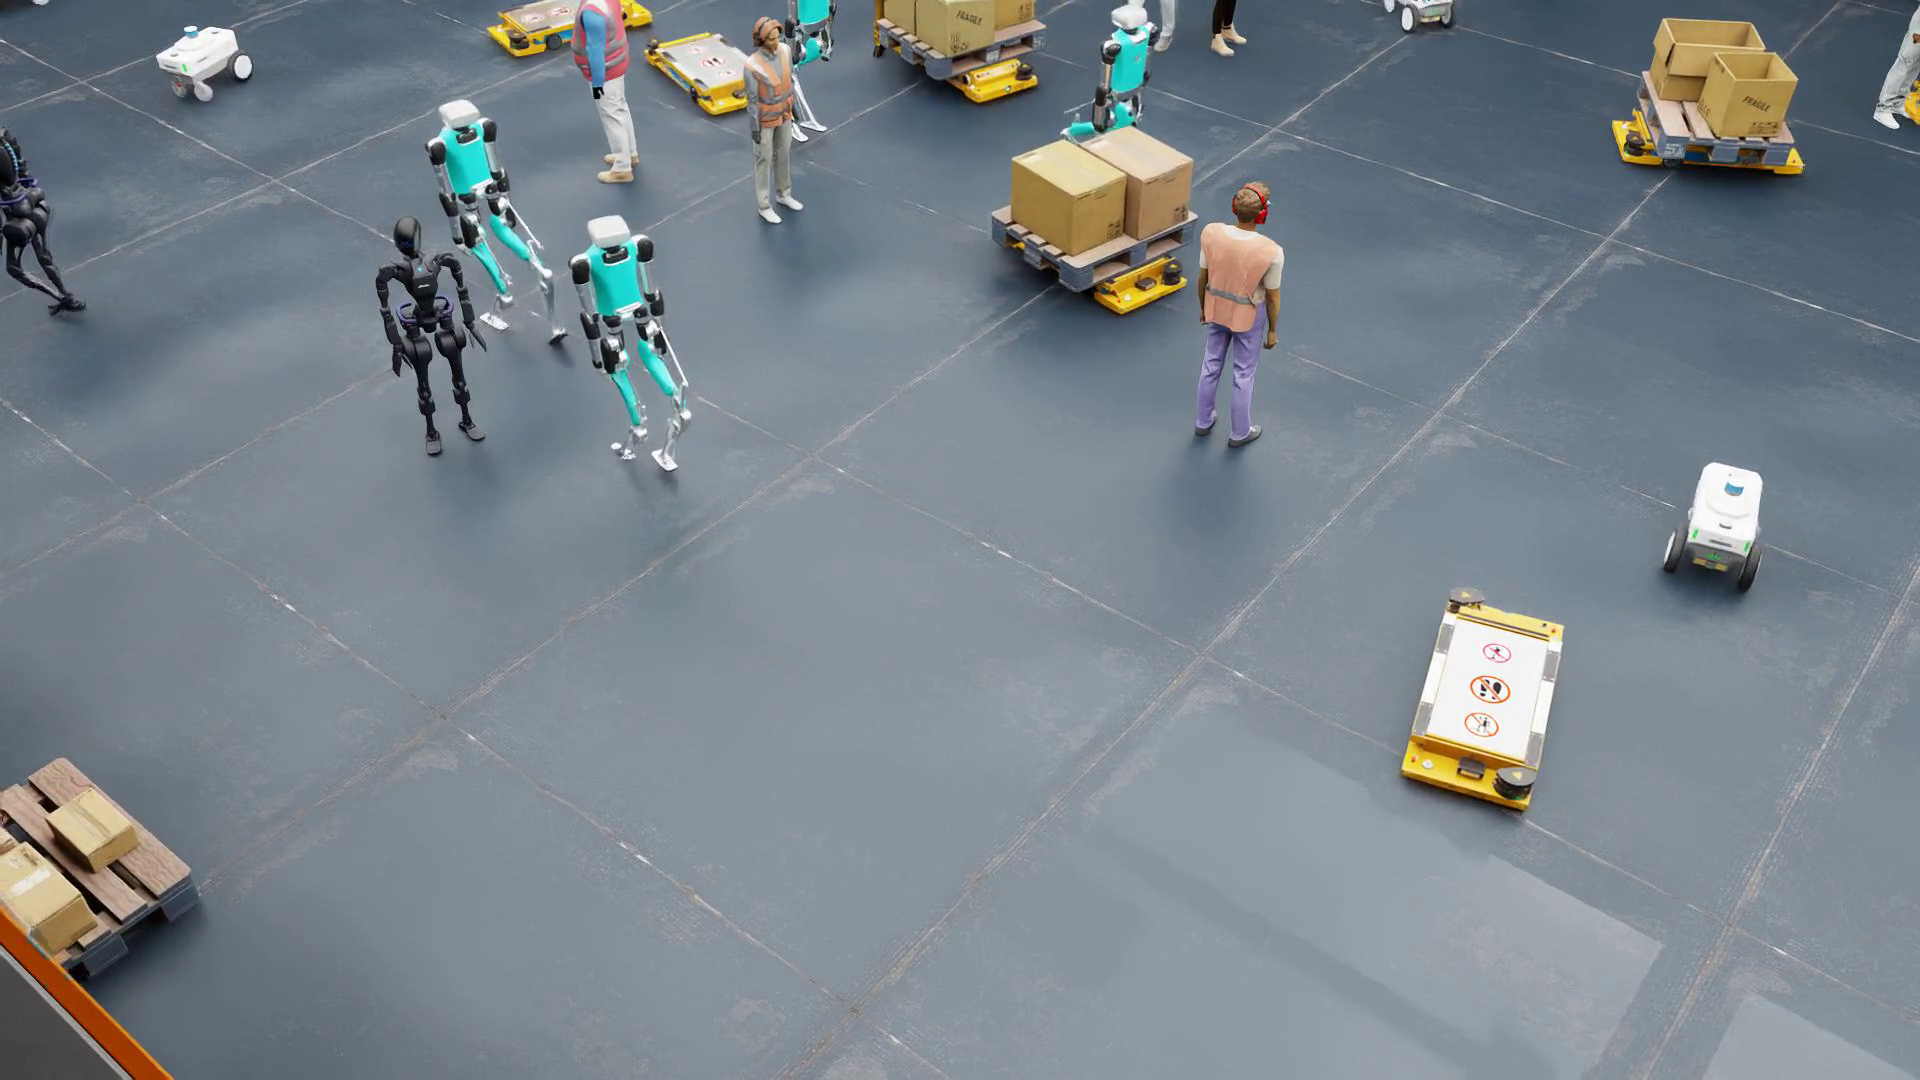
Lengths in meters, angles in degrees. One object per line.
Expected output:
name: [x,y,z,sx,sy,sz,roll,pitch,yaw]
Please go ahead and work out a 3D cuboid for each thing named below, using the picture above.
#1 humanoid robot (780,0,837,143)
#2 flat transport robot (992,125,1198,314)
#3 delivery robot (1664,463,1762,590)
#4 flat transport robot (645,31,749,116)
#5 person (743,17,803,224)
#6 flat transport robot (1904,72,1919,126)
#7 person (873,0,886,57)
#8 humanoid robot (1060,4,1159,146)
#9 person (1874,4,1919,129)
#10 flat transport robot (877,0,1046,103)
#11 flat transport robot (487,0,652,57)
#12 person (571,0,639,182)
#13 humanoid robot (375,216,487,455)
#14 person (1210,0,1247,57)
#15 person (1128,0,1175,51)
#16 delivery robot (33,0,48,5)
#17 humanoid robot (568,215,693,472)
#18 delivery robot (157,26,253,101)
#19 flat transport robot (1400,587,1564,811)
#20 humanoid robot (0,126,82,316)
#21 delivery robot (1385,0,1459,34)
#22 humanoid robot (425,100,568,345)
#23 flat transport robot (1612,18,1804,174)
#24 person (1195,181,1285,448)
humanoid robot: [-1.370,-4.159,13.734,0.735,1.677,0.533,29,48,30]
flat transport robot: [0.999,-2.188,12.651,0.659,0.231,1.431,-27,47,-28]
delivery robot: [4.573,-0.095,9.978,0.510,0.607,0.778,16,43,18]
flat transport robot: [-2.270,-4.265,15.095,0.659,0.231,1.431,-22,45,-24]
person: [-1.449,-3.249,12.848,0.315,1.631,0.519,24,46,26]
flat transport robot: [9.017,-3.793,14.540,1.431,0.231,0.659,0,40,0]
person: [-0.587,-5.245,15.101,0.535,1.752,0.339,1,40,1]
humanoid robot: [1.042,-3.421,12.999,0.562,1.759,0.969,-29,48,-30]
person: [8.228,-4.367,14.076,0.484,1.744,0.294,-25,46,-27]
flat transport robot: [0.024,-4.431,15.291,0.659,0.231,1.431,-24,46,-26]
flat transport robot: [-3.745,-4.988,15.946,1.431,0.231,0.659,-25,46,-27]
person: [-2.860,-3.770,13.311,0.431,1.836,0.629,0,40,0]
humanoid robot: [-3.329,-1.306,10.517,0.599,1.655,0.315,-20,44,-22]
person: [2.536,-5.318,15.229,0.322,1.697,0.531,24,46,25]
person: [1.775,-5.227,15.033,0.584,1.834,0.906,10,41,12]
delivery robot: [-9.437,-5.480,16.312,0.794,0.606,0.499,-21,45,-23]
humanoid robot: [-1.967,-1.102,10.256,0.539,1.784,0.878,-24,46,-26]
delivery robot: [-6.796,-4.318,14.930,0.522,0.585,0.756,15,43,17]
flat transport robot: [2.882,0.837,9.094,0.659,0.231,1.431,15,43,17]
humanoid robot: [-6.642,-2.317,11.713,0.346,1.642,0.598,2,40,2]
delivery robot: [4.444,-5.247,16.036,0.499,0.603,0.794,-11,42,-13]
humanoid robot: [-3.088,-2.079,11.409,0.976,1.770,0.530,28,48,29]
flat transport robot: [6.303,-3.368,14.040,1.431,0.231,0.659,6,41,6]
person: [1.738,-1.397,10.504,0.565,1.846,0.390,24,46,26]
